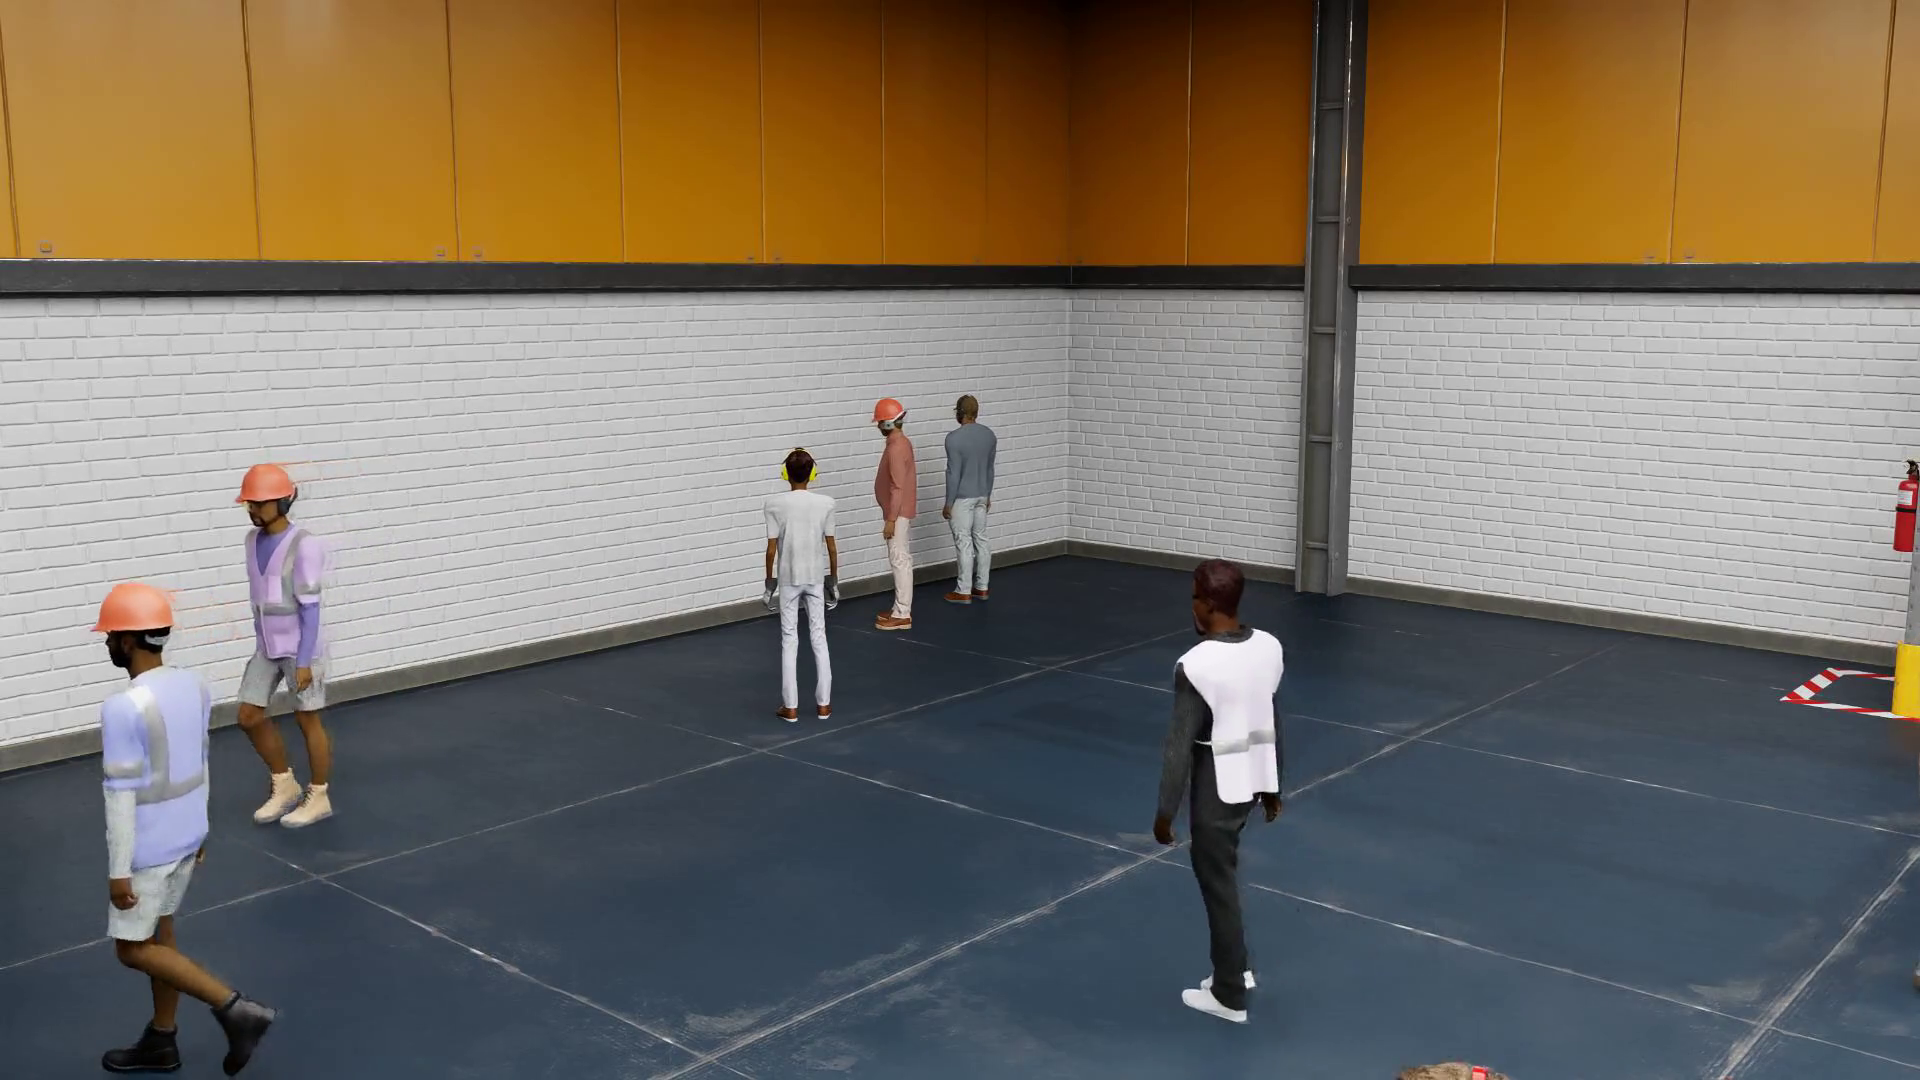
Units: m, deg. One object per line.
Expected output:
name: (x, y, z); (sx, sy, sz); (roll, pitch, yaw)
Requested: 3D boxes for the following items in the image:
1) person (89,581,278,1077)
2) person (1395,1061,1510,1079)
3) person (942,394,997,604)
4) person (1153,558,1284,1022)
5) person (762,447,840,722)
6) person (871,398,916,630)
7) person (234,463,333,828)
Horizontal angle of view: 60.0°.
person: (-2.928, 1.102, 6.187); (0.656, 1.917, 0.555); (1, 9, 5)
person: (0.804, 1.707, 2.677); (0.476, 1.844, 0.579); (3, 10, 18)
person: (0.074, -0.380, 15.418); (0.361, 1.938, 0.635); (8, 12, 41)
person: (1.040, 1.015, 6.759); (0.496, 1.901, 0.626); (9, 13, 44)
person: (-1.086, 0.305, 11.342); (0.532, 1.868, 0.310); (-3, 9, -16)
person: (-0.570, -0.224, 14.300); (0.393, 1.985, 0.611); (1, 9, 4)
person: (-3.691, 0.590, 9.059); (0.605, 2.024, 0.533); (5, 10, 27)
